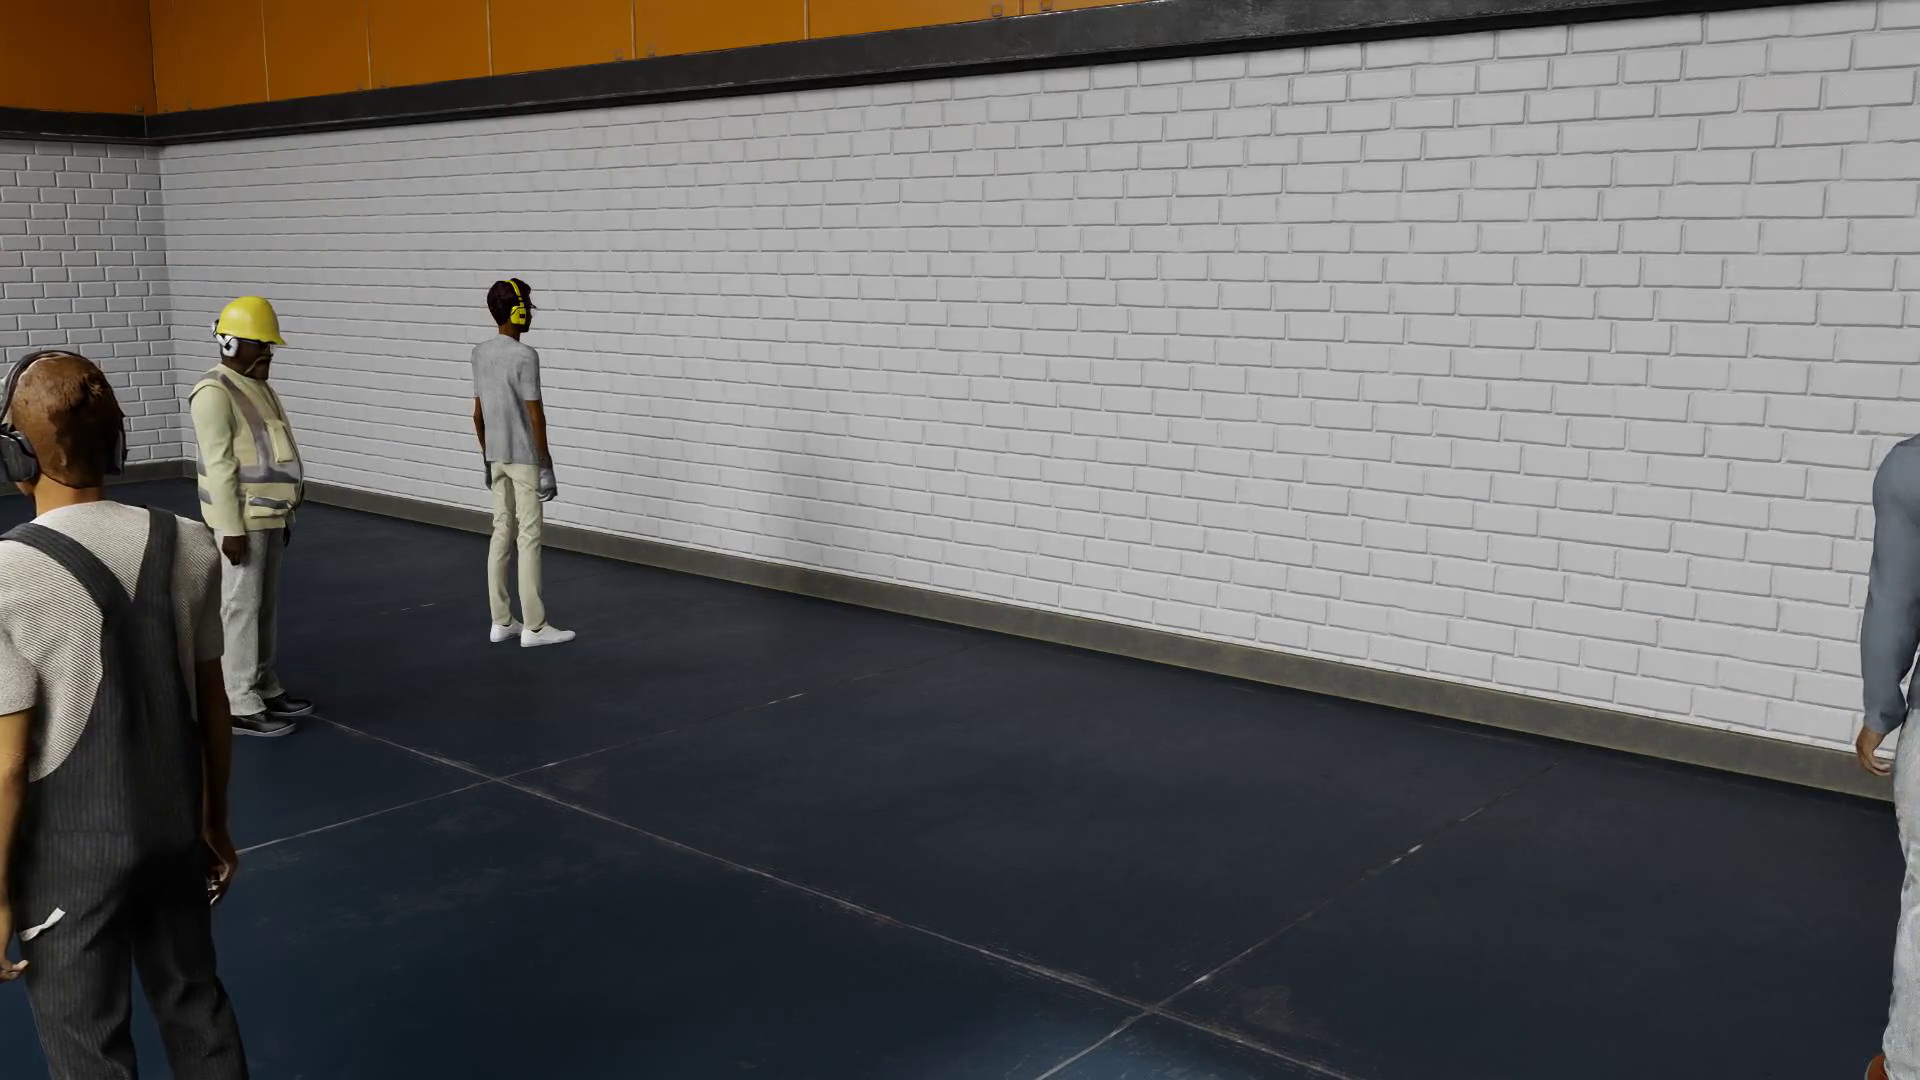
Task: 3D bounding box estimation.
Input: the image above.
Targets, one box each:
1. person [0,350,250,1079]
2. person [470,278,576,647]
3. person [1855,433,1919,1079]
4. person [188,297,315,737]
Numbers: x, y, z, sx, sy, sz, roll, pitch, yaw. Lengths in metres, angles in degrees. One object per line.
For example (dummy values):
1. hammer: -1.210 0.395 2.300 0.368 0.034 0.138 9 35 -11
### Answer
1. person: -1.554 0.579 3.040 0.325 1.843 0.517 5 11 27
2. person: -2.250 -0.389 8.484 0.511 1.872 0.328 7 12 34
3. person: 2.353 0.411 3.730 0.632 1.940 0.368 4 11 22
4. person: -2.956 -0.101 6.976 0.403 1.822 0.587 -1 10 -5
